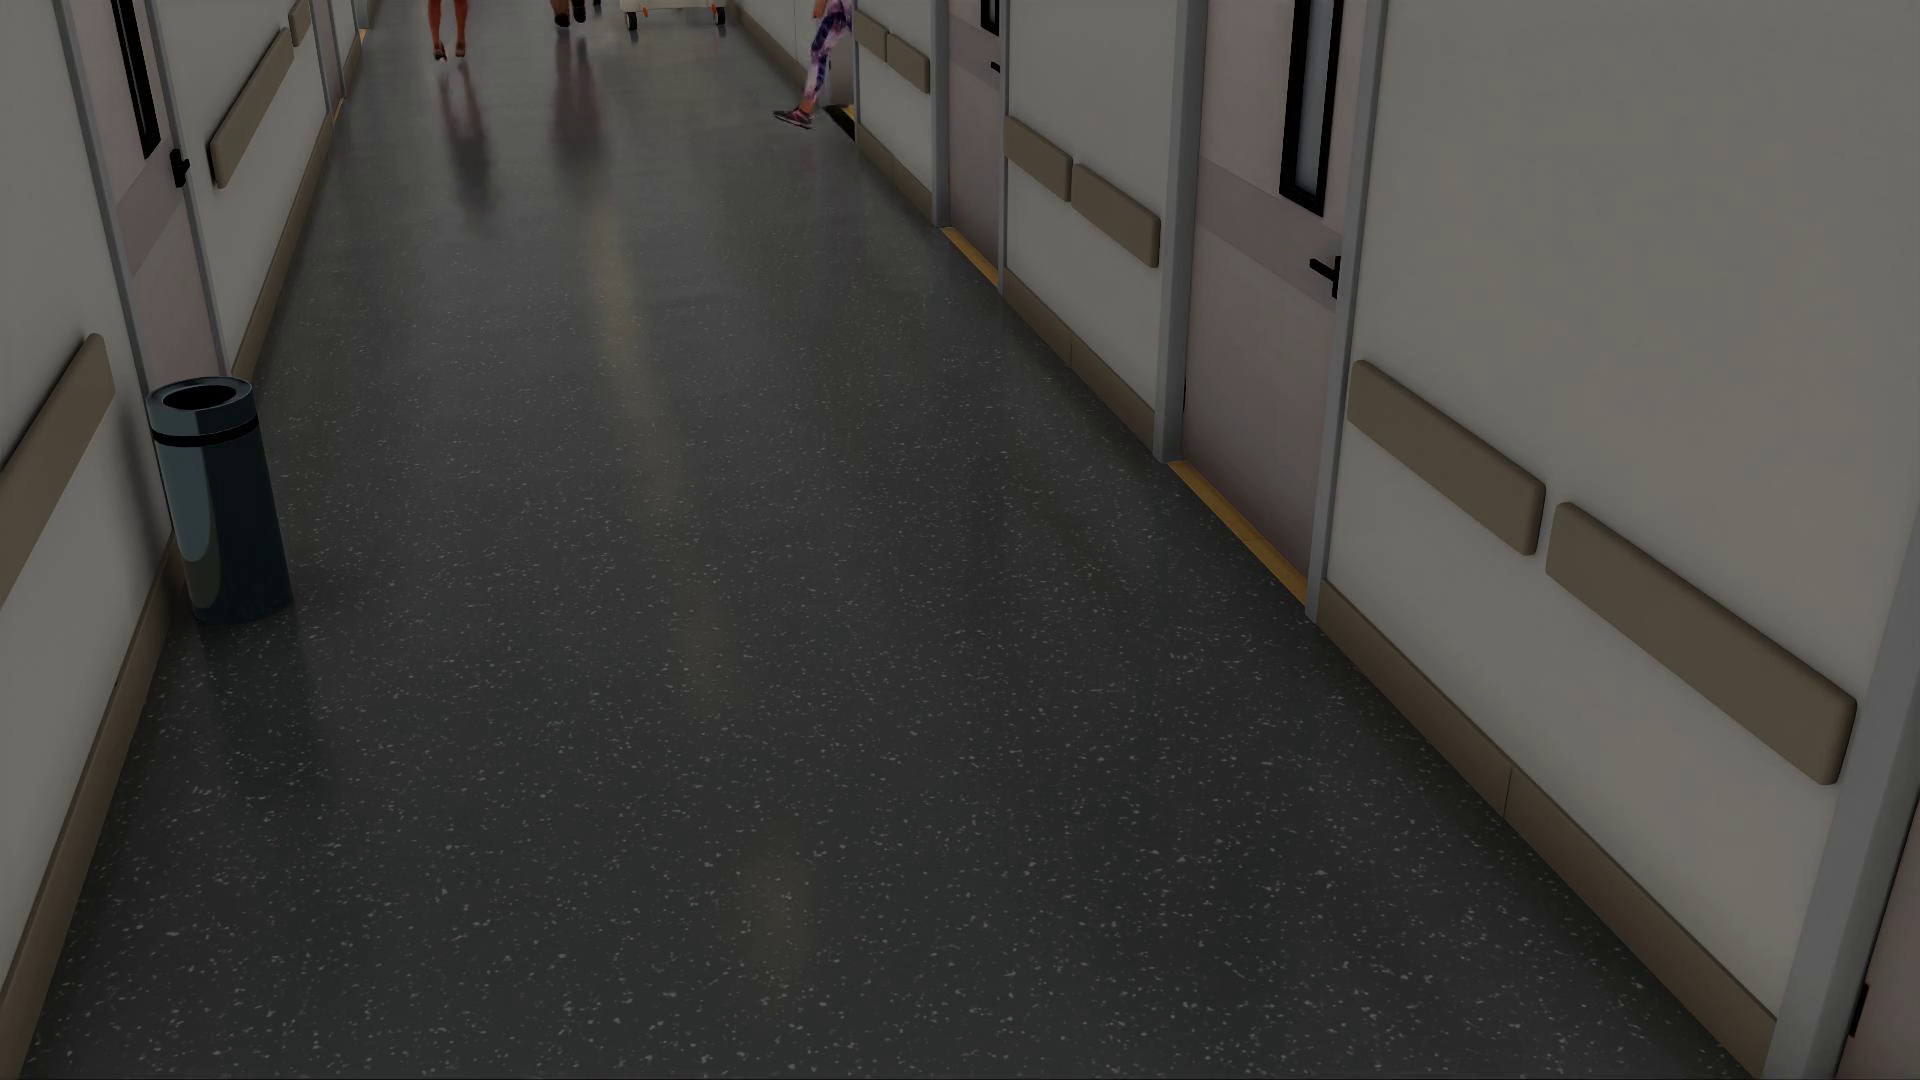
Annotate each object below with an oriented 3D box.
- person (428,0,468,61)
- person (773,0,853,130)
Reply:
[{"bbox_3d":[-4.287,-4.832,13.908,0.937,1.608,0.693,-3,26,-6],"label":"person"},{"bbox_3d":[-0.635,-3.567,11.147,1.079,1.727,0.630,-4,26,-9],"label":"person"}]
